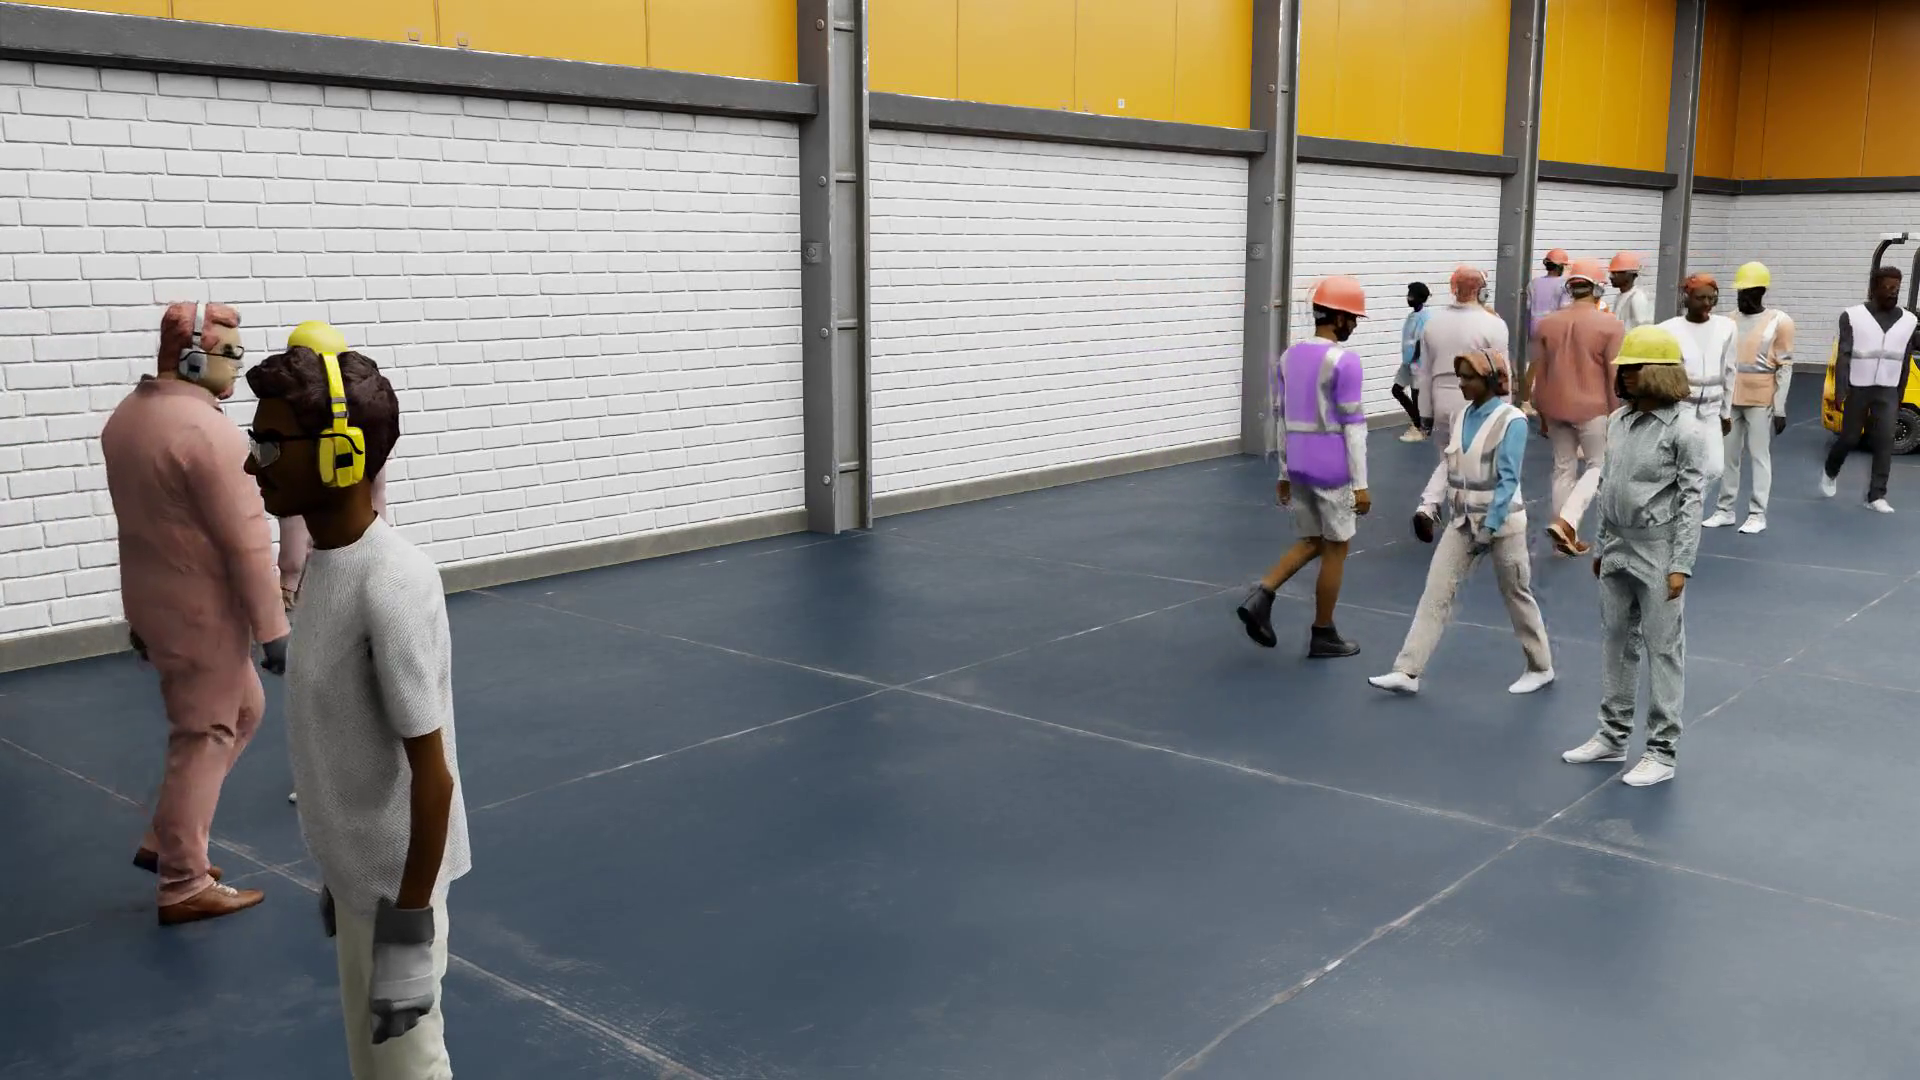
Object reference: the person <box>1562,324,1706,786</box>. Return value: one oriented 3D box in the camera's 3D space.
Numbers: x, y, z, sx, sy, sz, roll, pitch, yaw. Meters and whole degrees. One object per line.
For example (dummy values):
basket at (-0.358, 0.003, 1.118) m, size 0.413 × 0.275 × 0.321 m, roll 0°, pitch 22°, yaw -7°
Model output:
person at (2.576, 0.059, 6.316) m, size 0.317 × 1.743 × 0.488 m, roll -4°, pitch 11°, yaw -19°

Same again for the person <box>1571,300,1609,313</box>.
person at (7.700, -2.404, 20.490) m, size 0.535 × 1.693 × 0.318 m, roll 3°, pitch 10°, yaw 16°

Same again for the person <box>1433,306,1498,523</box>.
person at (3.630, -0.854, 11.866) m, size 0.463 × 1.624 × 0.507 m, roll -4°, pitch 11°, yaw -24°

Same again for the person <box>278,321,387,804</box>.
person at (-2.297, 0.089, 6.079) m, size 0.312 × 1.768 × 0.530 m, roll 4°, pitch 11°, yaw 20°

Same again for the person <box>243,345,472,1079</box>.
person at (-1.009, 0.606, 2.843) m, size 0.330 × 1.872 × 0.512 m, roll -6°, pitch 12°, yaw -32°

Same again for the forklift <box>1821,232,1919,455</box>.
forklift at (9.955, -1.972, 16.595) m, size 2.313 × 2.155 × 1.214 m, roll 1°, pitch 10°, yaw 8°

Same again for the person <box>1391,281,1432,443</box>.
person at (4.728, -1.848, 17.344) m, size 0.373 × 1.685 × 0.537 m, roll -1°, pitch 10°, yaw -7°

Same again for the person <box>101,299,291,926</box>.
person at (-2.273, 0.228, 4.989) m, size 0.478 × 1.879 × 0.653 m, roll -10°, pitch 14°, yaw -44°

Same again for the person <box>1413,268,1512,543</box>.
person at (3.353, -0.851, 11.070) m, size 0.459 × 1.896 × 0.655 m, roll -7°, pitch 12°, yaw -34°

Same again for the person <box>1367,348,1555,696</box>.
person at (2.336, -0.063, 7.463) m, size 0.907 × 1.585 × 0.526 m, roll -4°, pitch 11°, yaw -24°

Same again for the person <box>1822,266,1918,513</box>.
person at (7.109, -1.193, 13.019) m, size 0.596 × 1.896 × 0.776 m, roll 1°, pitch 10°, yaw 6°

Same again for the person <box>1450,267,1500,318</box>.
person at (4.060, -1.243, 13.370) m, size 0.566 × 1.873 × 1.019 m, roll 1°, pitch 10°, yaw 6°

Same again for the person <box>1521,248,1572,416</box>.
person at (7.048, -2.464, 19.897) m, size 0.447 × 2.030 × 0.624 m, roll -7°, pitch 12°, yaw -34°

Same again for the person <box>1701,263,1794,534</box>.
person at (5.619, -1.007, 11.887) m, size 0.404 × 1.921 × 0.609 m, roll -6°, pitch 12°, yaw -31°

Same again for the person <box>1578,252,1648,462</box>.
person at (6.265, -1.713, 15.712) m, size 1.051 × 1.989 × 0.630 m, roll 1°, pitch 10°, yaw 8°

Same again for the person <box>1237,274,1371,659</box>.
person at (1.721, -0.338, 8.129) m, size 0.559 × 1.907 × 0.549 m, roll -5°, pitch 11°, yaw -25°

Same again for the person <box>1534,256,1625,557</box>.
person at (3.993, -0.841, 10.797) m, size 0.545 × 1.979 × 0.618 m, roll -9°, pitch 13°, yaw -40°

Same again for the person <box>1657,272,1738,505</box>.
person at (4.871, -0.841, 11.076) m, size 0.608 × 1.867 × 0.407 m, roll 0°, pitch 10°, yaw -1°
